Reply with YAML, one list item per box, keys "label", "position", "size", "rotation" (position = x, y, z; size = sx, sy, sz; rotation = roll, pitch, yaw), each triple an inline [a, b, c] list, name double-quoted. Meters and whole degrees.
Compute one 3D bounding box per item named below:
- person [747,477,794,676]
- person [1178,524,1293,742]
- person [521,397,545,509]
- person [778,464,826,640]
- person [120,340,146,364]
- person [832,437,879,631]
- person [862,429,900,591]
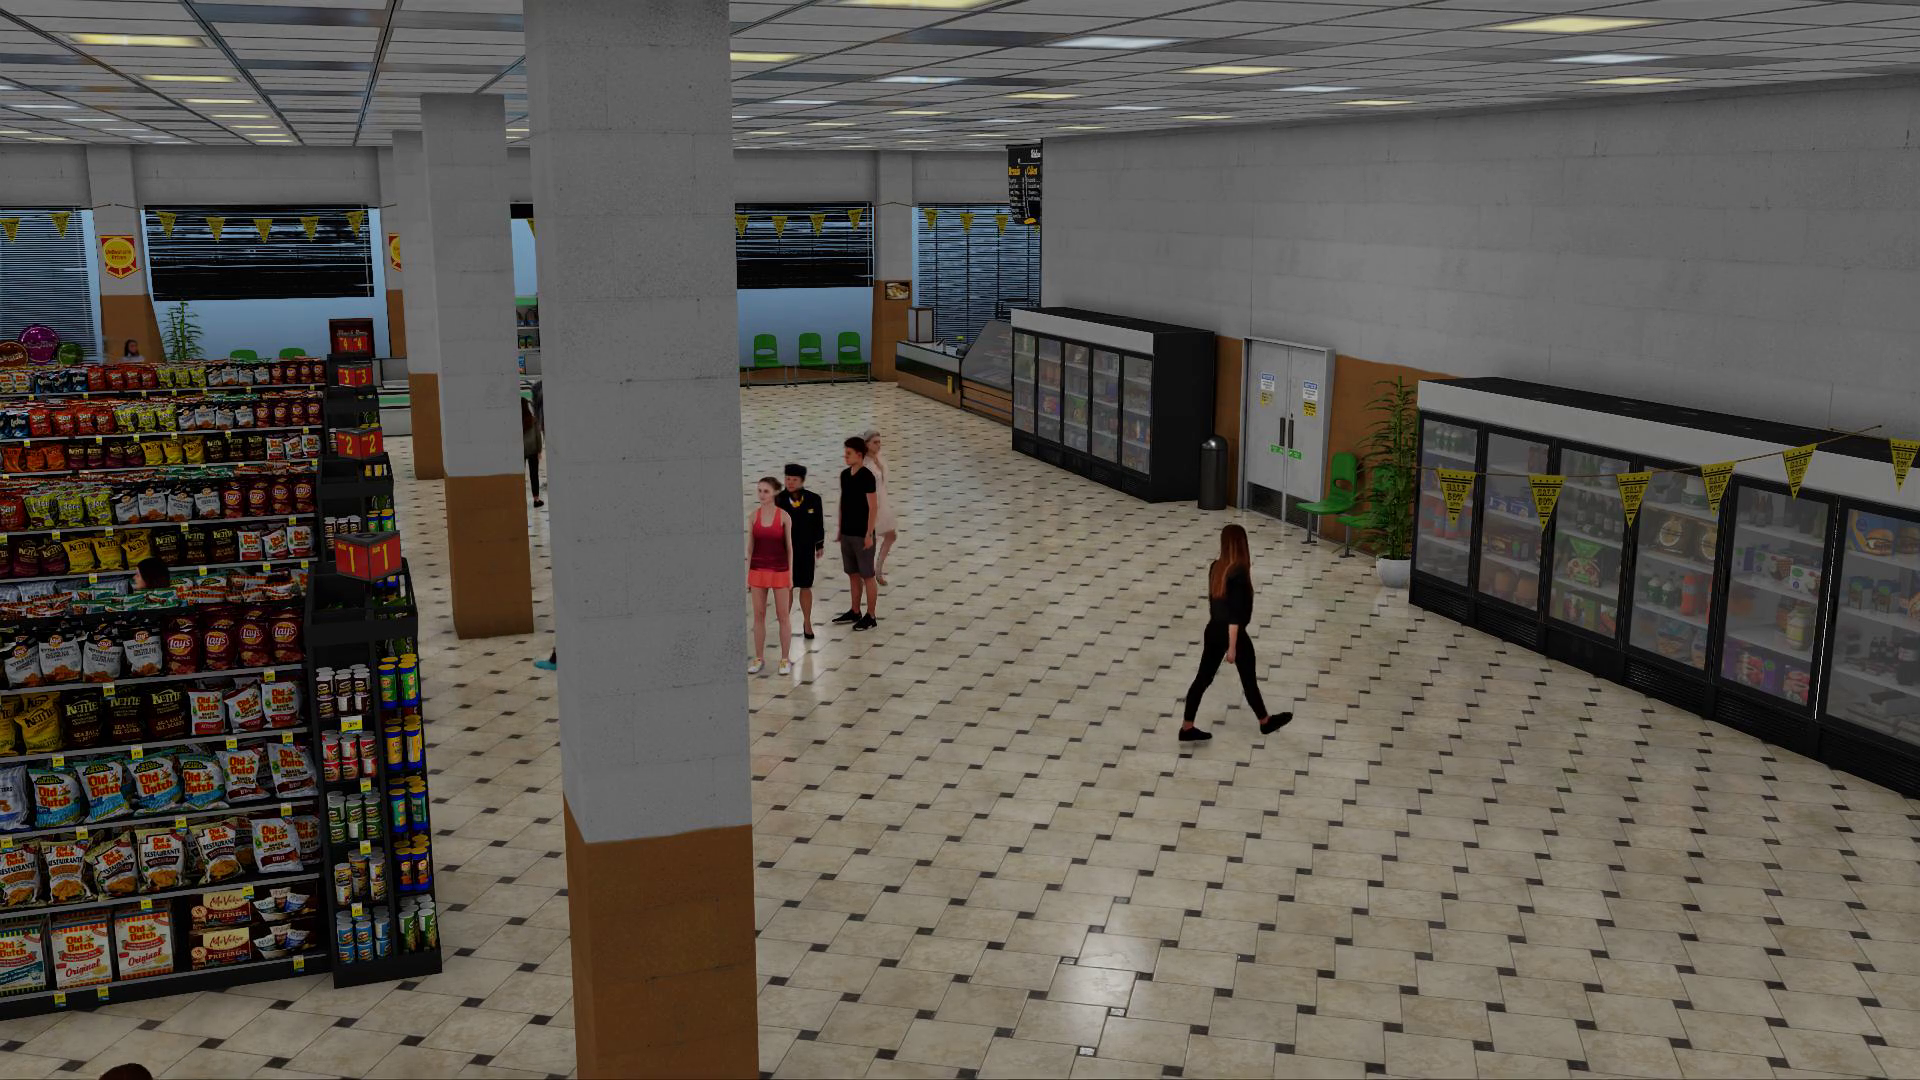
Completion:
- label: "person"
  position: [-1.651, 0.300, 14.529]
  size: [0.595, 1.750, 0.701]
  rotation: [2, 12, 8]
- label: "person"
  position: [1.925, 0.754, 12.593]
  size: [1.129, 1.661, 0.616]
  rotation: [-4, 13, -20]
- label: "person"
  position: [-5.791, -1.172, 22.188]
  size: [0.550, 1.475, 0.699]
  rotation: [0, 12, -1]
- label: "person"
  position: [-1.534, 0.108, 15.637]
  size: [0.650, 1.671, 0.812]
  rotation: [-1, 12, -7]
- label: "person"
  position: [-13.870, -2.502, 27.941]
  size: [0.980, 1.707, 1.008]
  rotation: [9, 15, 36]
- label: "person"
  position: [-0.972, -0.077, 16.056]
  size: [0.701, 1.861, 0.755]
  rotation: [-10, 15, -39]
- label: "person"
  position: [-0.990, -0.309, 17.502]
  size: [0.810, 1.718, 0.739]
  rotation: [8, 14, 33]
